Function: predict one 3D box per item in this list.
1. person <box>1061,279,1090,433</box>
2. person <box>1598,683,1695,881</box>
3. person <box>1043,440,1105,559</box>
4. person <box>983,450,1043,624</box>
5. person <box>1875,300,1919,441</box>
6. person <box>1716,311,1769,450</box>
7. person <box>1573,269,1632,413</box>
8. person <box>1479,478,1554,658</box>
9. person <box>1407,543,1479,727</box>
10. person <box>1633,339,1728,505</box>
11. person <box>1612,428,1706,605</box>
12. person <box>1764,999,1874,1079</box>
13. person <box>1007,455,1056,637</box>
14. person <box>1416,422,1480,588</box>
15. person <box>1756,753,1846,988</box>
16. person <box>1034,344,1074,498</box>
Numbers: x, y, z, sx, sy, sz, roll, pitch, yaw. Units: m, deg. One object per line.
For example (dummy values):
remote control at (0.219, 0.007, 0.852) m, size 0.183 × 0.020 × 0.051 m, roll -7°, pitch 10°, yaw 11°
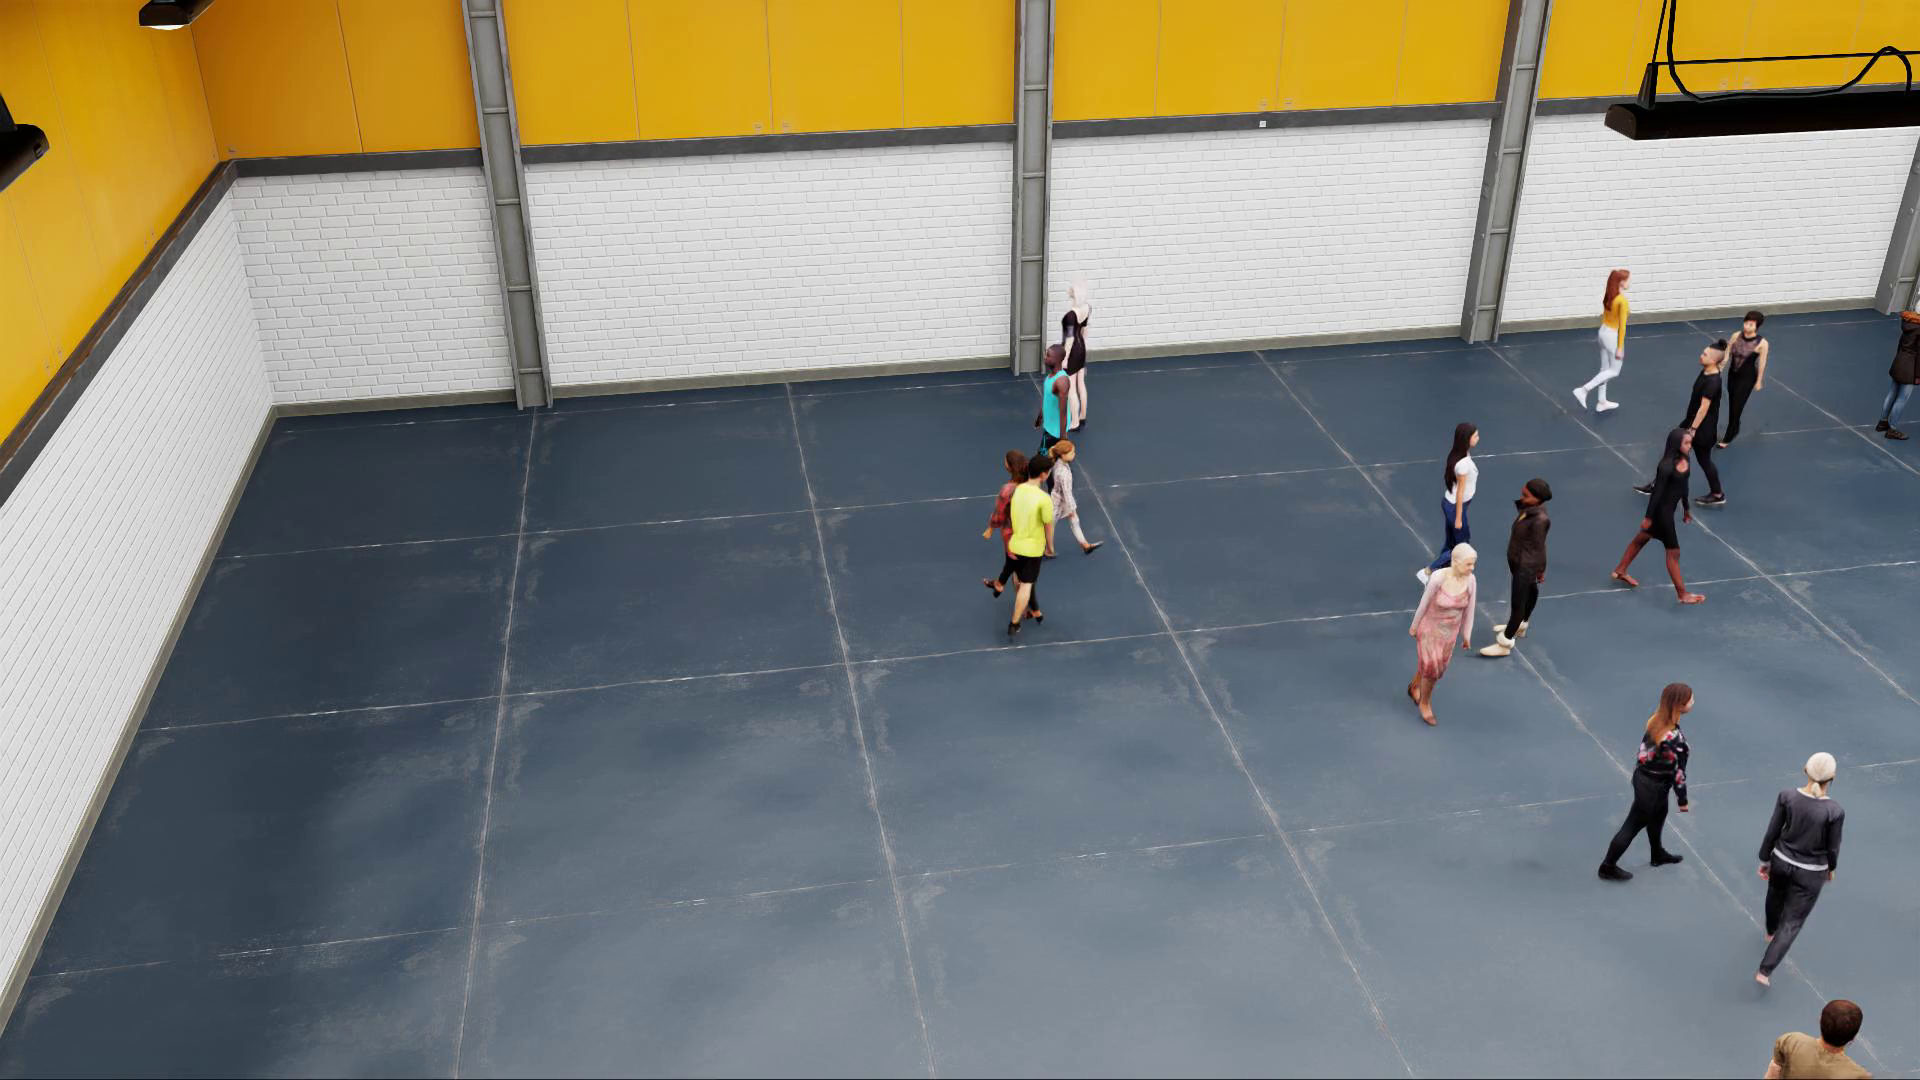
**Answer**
person at (1.308, -2.090, 18.777) m, size 0.726 × 1.829 × 0.683 m, roll 20°, pitch 34°, yaw 32°
person at (4.865, 1.757, 11.903) m, size 0.944 × 1.659 × 0.741 m, roll 4°, pitch 29°, yaw 7°
person at (0.911, -0.371, 16.206) m, size 0.967 × 1.272 × 0.702 m, roll 2°, pitch 29°, yaw 4°
person at (0.596, 0.010, 15.107) m, size 1.076 × 1.658 × 1.061 m, roll 23°, pitch 36°, yaw 36°
person at (10.664, -1.942, 18.708) m, size 0.656 × 1.634 × 0.671 m, roll 0°, pitch 29°, yaw 0°
person at (8.753, -1.810, 18.524) m, size 0.912 × 1.578 × 0.771 m, roll -17°, pitch 33°, yaw -28°
person at (7.445, -2.279, 19.216) m, size 0.863 × 1.740 × 0.615 m, roll -6°, pitch 29°, yaw -11°
person at (4.852, 0.223, 14.721) m, size 0.804 × 1.651 × 0.670 m, roll -3°, pitch 29°, yaw -5°
person at (3.936, 0.702, 13.836) m, size 0.737 × 1.657 × 0.705 m, roll -7°, pitch 29°, yaw -13°
person at (7.695, -1.169, 17.096) m, size 1.259 × 1.822 × 1.007 m, roll 7°, pitch 29°, yaw 13°
person at (6.497, -0.265, 15.586) m, size 1.103 × 1.681 × 1.141 m, roll 25°, pitch 37°, yaw 38°
person at (4.485, 3.275, 8.962) m, size 1.336 × 1.808 × 1.100 m, roll -22°, pitch 36°, yaw -35°
person at (0.578, 0.077, 14.975) m, size 1.005 × 1.665 × 1.081 m, roll 16°, pitch 32°, yaw 27°
person at (4.534, -0.271, 15.506) m, size 0.785 × 1.767 × 0.709 m, roll 4°, pitch 29°, yaw 8°
person at (5.549, 2.200, 11.052) m, size 1.149 × 1.695 × 0.976 m, roll -24°, pitch 37°, yaw -37°
person at (1.091, -1.166, 17.123) m, size 0.686 × 1.791 × 0.656 m, roll -1°, pitch 29°, yaw -3°
